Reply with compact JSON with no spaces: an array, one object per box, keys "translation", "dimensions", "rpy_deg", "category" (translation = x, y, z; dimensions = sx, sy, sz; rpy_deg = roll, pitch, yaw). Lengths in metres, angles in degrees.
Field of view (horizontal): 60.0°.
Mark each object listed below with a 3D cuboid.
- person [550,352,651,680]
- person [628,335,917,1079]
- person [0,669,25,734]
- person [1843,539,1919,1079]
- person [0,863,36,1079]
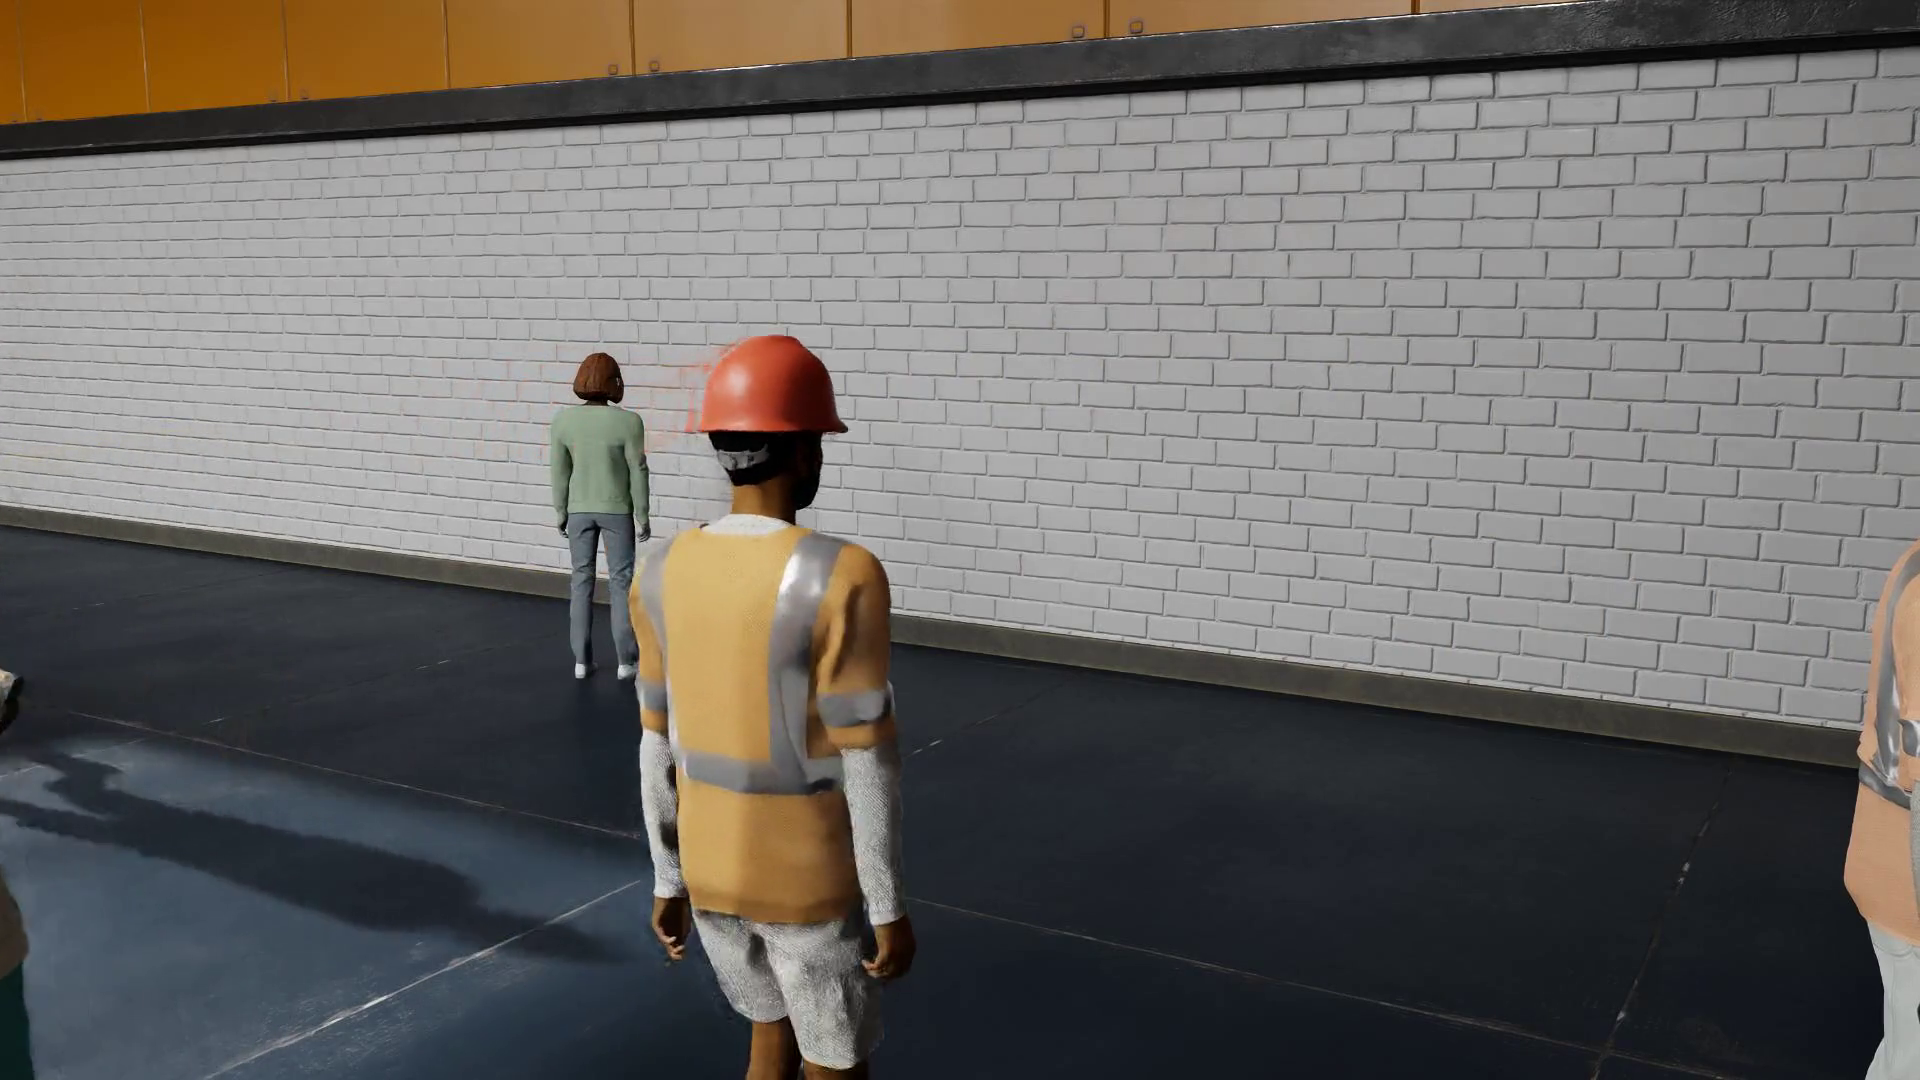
[{"translation":[-1.787,-0.115,8.303],"dimensions":[0.504,1.632,0.269],"rpy_deg":[2,9,12],"category":"person"},{"translation":[-0.380,0.597,2.983],"dimensions":[0.560,1.919,0.697],"rpy_deg":[7,11,35],"category":"person"},{"translation":[-4.435,-0.069,6.829],"dimensions":[0.837,2.022,0.606],"rpy_deg":[0,9,0],"category":"person"},{"translation":[1.730,0.612,2.853],"dimensions":[0.371,1.927,0.588],"rpy_deg":[6,11,33],"category":"person"},{"translation":[-1.682,0.707,2.837],"dimensions":[0.833,1.736,0.517],"rpy_deg":[-6,11,-35],"category":"person"}]
